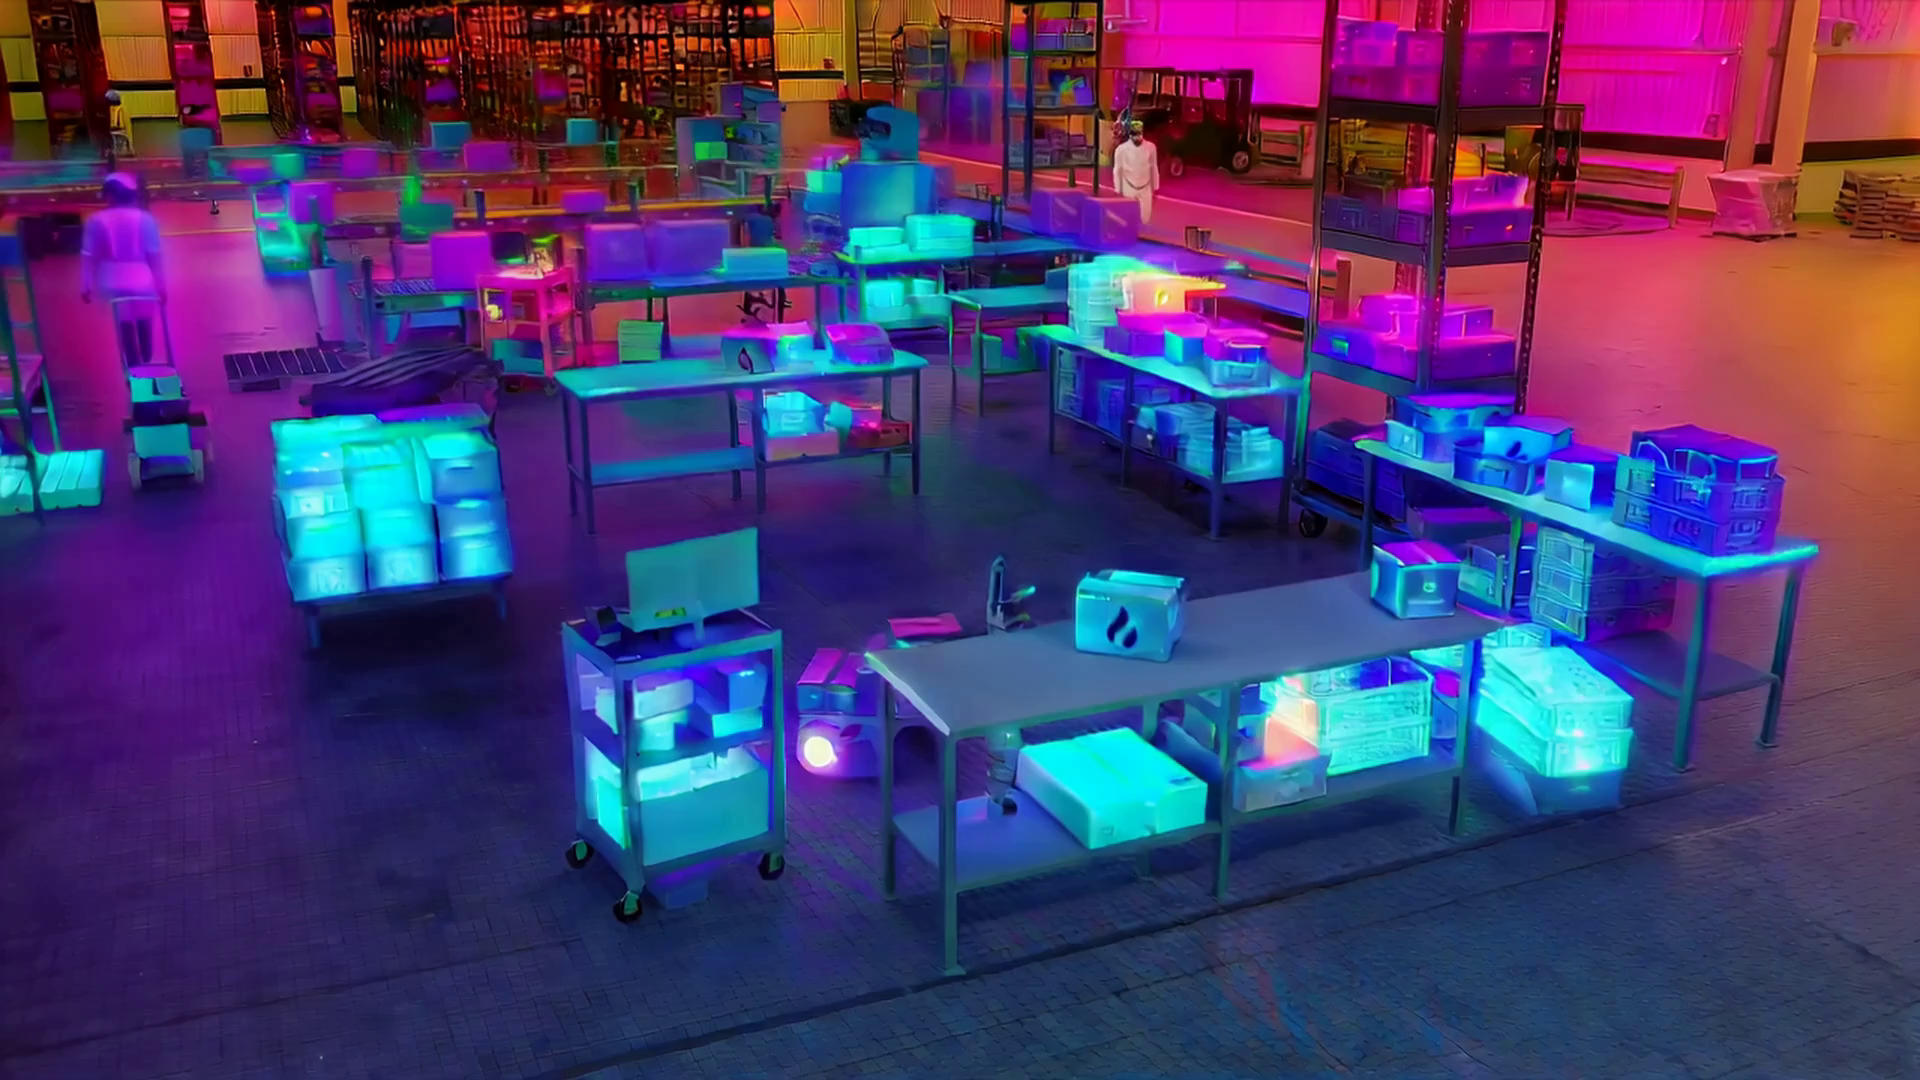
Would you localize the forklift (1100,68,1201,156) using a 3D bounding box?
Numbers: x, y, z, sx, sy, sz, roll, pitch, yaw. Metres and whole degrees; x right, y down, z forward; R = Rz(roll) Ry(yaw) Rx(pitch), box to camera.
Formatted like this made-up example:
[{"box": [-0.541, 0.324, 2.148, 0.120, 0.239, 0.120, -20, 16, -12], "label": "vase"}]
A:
[{"box": [4.082, -9.564, 37.410, 2.680, 1.987, 1.157, -8, 19, -23], "label": "forklift"}]

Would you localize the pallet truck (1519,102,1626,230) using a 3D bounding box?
[{"box": [9.972, -6.037, 26.785, 1.885, 1.965, 0.823, -9, 20, -25], "label": "pallet truck"}]

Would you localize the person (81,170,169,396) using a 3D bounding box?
[{"box": [-7.599, -2.335, 15.121, 0.681, 1.986, 0.969, -9, 20, -27], "label": "person"}]

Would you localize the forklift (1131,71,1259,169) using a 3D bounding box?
[{"box": [4.998, -8.936, 35.413, 2.680, 1.987, 1.157, -9, 20, -25], "label": "forklift"}]

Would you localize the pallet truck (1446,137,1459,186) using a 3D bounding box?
[{"box": [9.184, -6.485, 29.328, 1.630, 1.274, 0.653, -8, 19, -23], "label": "pallet truck"}]

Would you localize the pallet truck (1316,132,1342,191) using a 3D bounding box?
[{"box": [7.723, -7.504, 32.656, 1.601, 1.201, 0.680, -8, 19, -23], "label": "pallet truck"}]

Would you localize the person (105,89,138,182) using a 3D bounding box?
[{"box": [-16.294, -7.765, 32.317, 0.611, 1.943, 0.413, 16, 24, 41], "label": "person"}]

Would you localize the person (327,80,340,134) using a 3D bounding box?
[{"box": [-16.727, -11.541, 44.370, 0.372, 1.843, 0.570, -2, 18, -7], "label": "person"}]

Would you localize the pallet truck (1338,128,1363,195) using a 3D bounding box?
[{"box": [7.845, -7.140, 31.411, 1.522, 1.261, 0.704, -9, 20, -25], "label": "pallet truck"}]

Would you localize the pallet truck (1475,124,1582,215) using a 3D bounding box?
[{"box": [9.707, -6.455, 28.103, 1.885, 1.965, 0.823, -7, 19, -20], "label": "pallet truck"}]

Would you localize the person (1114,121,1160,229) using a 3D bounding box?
[{"box": [2.517, -5.036, 23.815, 0.655, 1.891, 0.666, -2, 18, -6], "label": "person"}]
